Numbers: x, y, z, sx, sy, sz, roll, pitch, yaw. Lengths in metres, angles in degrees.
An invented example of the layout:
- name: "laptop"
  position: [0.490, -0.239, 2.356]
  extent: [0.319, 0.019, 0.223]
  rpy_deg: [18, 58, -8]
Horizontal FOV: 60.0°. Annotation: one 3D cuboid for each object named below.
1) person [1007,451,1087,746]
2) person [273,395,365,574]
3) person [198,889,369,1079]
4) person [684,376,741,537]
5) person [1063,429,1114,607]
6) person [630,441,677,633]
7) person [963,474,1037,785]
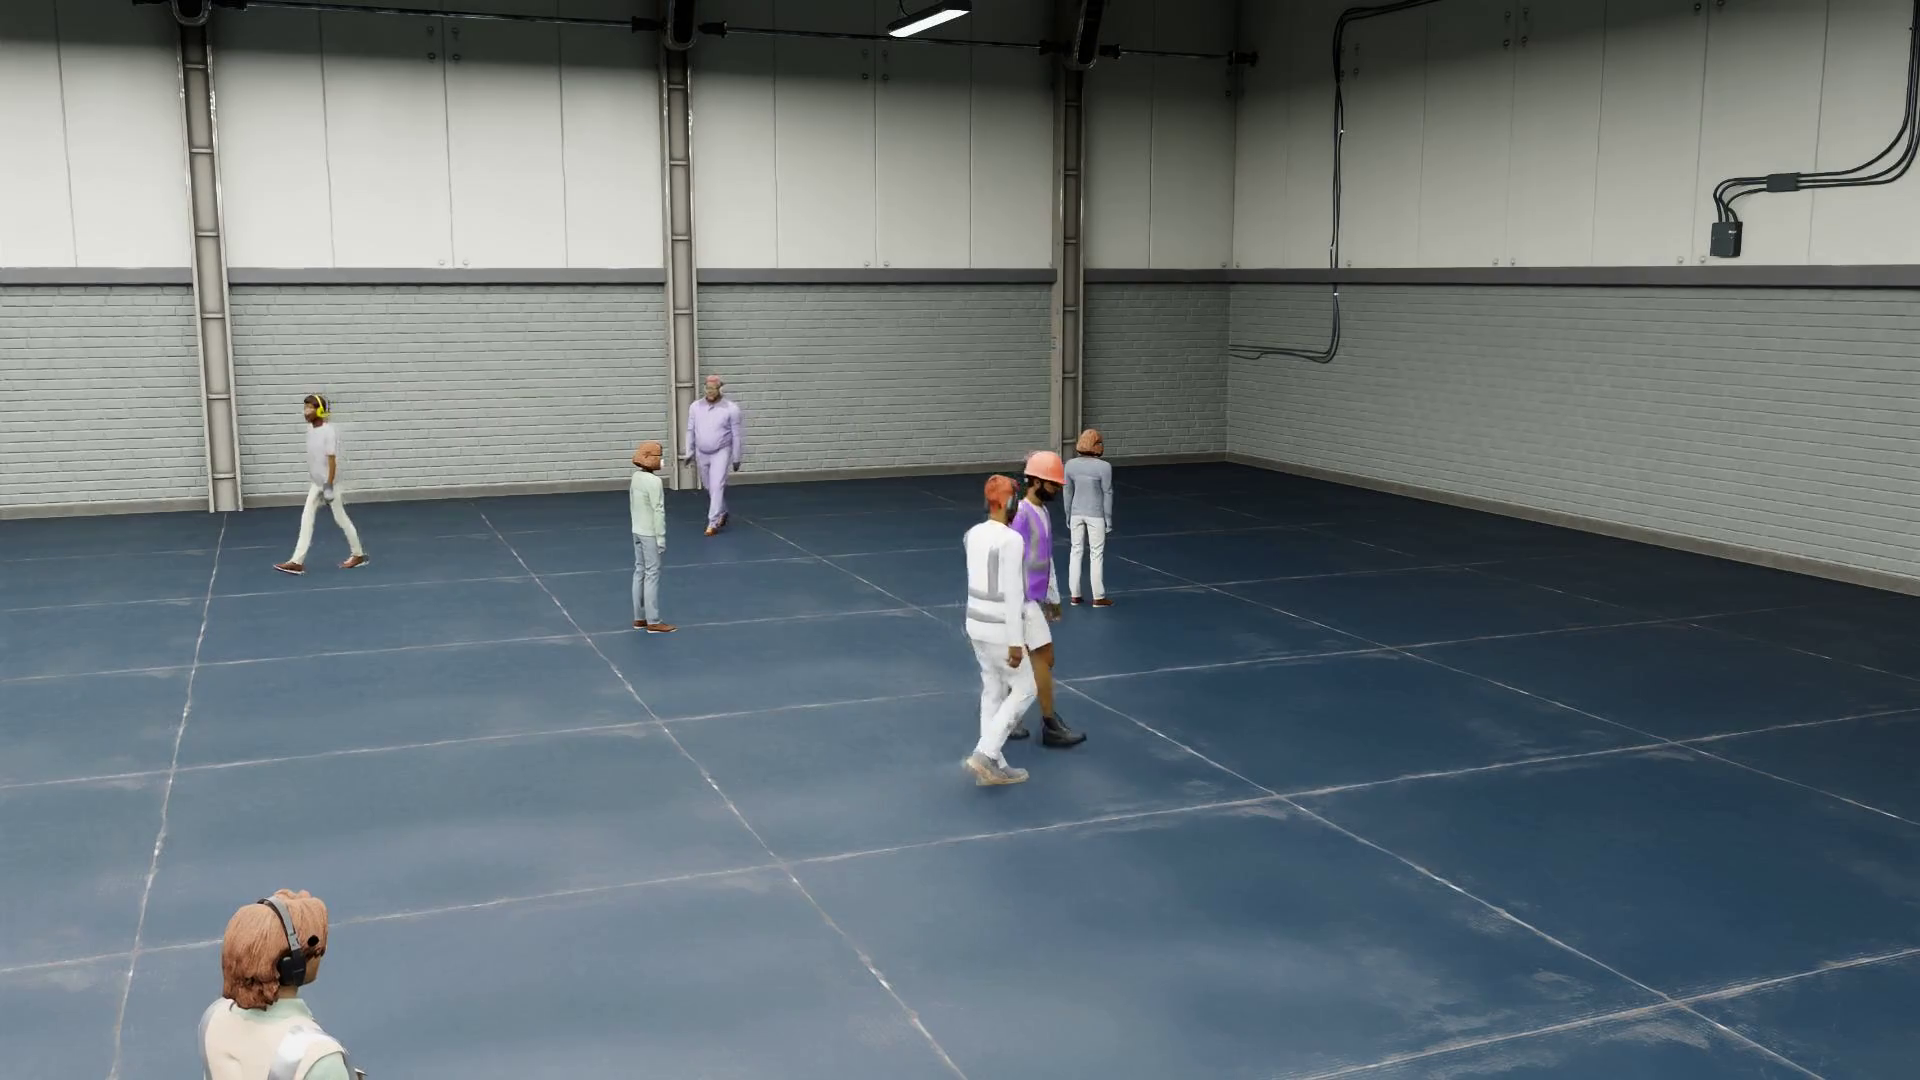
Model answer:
- name: "person"
  position: [0.548, 0.381, 10.766]
  extent: [0.853, 1.895, 0.569]
  rpy_deg: [3, 10, 18]
- name: "person"
  position: [-6.526, -0.564, 16.949]
  extent: [0.547, 1.820, 1.001]
  rpy_deg: [7, 11, 37]
- name: "person"
  position: [-1.542, 1.612, 3.850]
  extent: [0.511, 1.641, 0.308]
  rpy_deg: [6, 11, 33]
- name: "person"
  position: [-2.895, -1.021, 19.696]
  extent: [0.631, 1.876, 0.950]
  rpy_deg: [3, 10, 18]
- name: "person"
  position: [1.180, -0.201, 15.249]
  extent: [0.501, 1.633, 0.285]
  rpy_deg: [6, 11, 34]
- name: "person"
  position: [-2.644, -0.030, 14.182]
  extent: [0.287, 1.631, 0.501]
  rpy_deg: [-6, 11, -35]
- name: "person"
  position: [0.243, 0.547, 9.844]
  extent: [0.404, 1.859, 0.633]
  rpy_deg: [-5, 10, -29]
